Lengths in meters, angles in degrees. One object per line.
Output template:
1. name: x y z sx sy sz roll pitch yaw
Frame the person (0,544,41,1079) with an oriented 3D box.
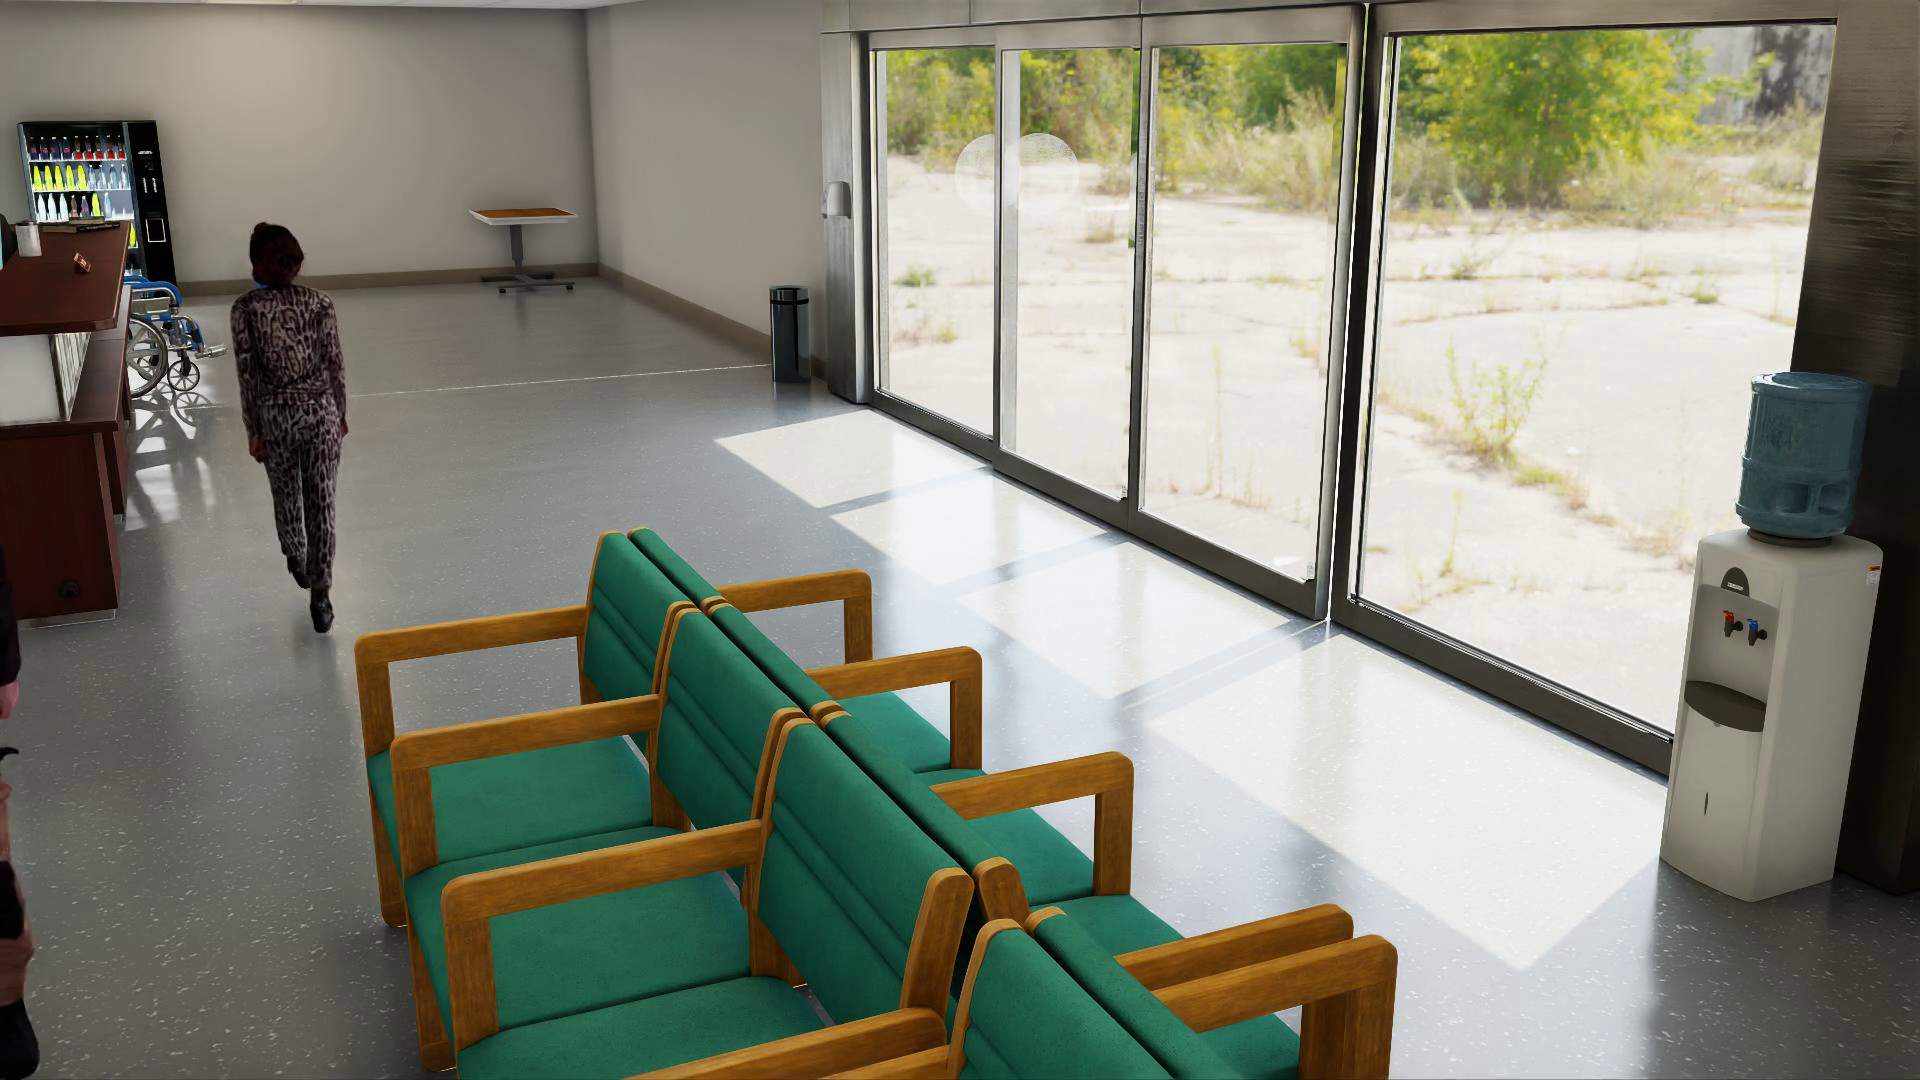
1. person: -2.435 0.345 3.781 0.572 1.913 0.751 -8 18 -26

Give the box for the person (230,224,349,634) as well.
1. person: -2.767 -0.430 6.976 1.054 1.670 0.712 -5 17 -18

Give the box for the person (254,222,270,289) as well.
1. person: -6.237 -2.347 14.980 0.589 1.016 0.669 8 18 28
